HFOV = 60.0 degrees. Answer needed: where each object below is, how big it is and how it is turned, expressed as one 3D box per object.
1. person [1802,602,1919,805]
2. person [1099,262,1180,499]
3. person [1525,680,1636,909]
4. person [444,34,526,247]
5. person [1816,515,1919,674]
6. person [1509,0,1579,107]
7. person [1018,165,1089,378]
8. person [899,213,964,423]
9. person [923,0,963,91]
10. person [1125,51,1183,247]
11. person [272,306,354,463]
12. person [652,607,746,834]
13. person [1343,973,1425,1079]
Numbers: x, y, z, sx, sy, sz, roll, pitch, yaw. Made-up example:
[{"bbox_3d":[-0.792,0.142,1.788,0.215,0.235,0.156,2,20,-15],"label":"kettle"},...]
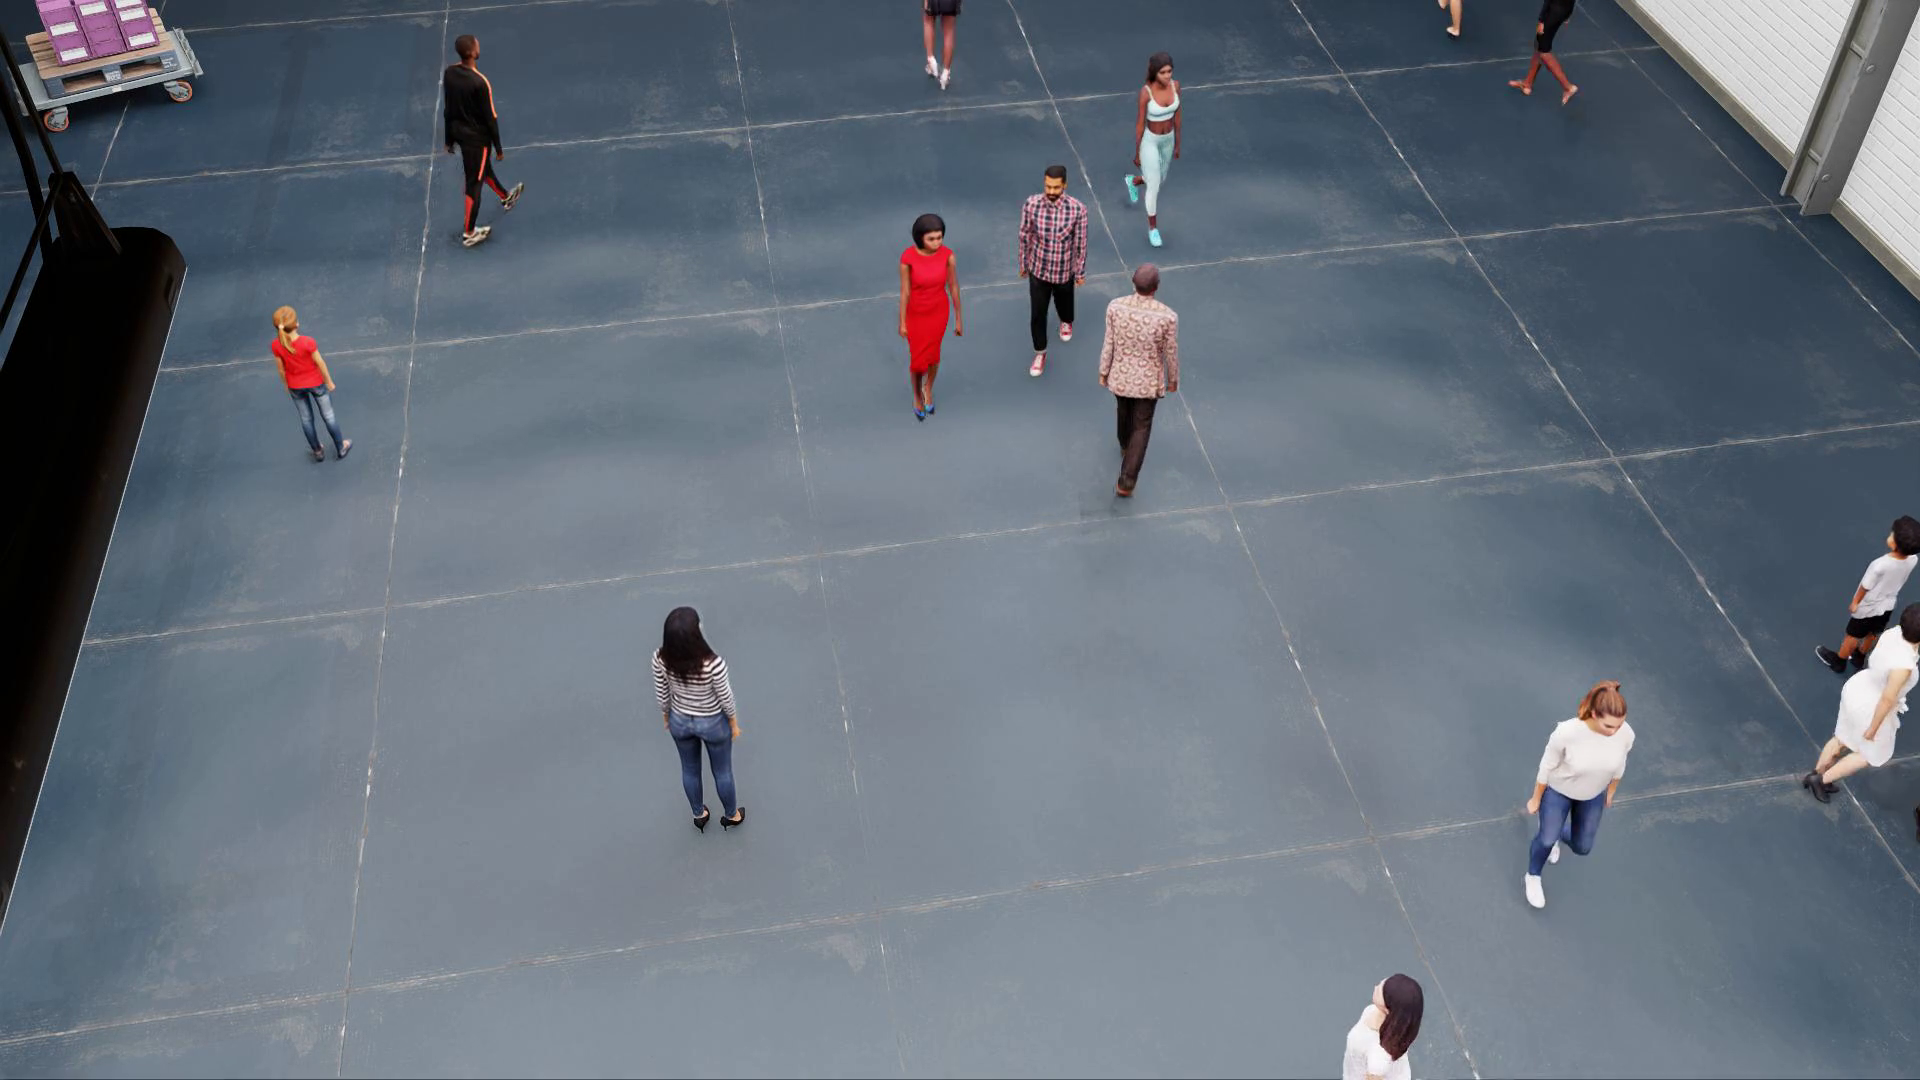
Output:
[{"bbox_3d":[5.225,0.953,9.708,0.725,1.527,0.649,9,44,10],"label":"person"},{"bbox_3d":[1.222,-1.098,11.665,1.091,1.798,1.273,16,46,16],"label":"person"},{"bbox_3d":[3.358,1.328,9.174,0.710,1.721,0.783,2,44,2],"label":"person"},{"bbox_3d":[-4.174,-3.343,14.053,1.107,1.753,1.180,24,49,23],"label":"person"},{"bbox_3d":[5.810,0.363,10.523,0.496,1.257,0.507,-10,45,-10],"label":"person"},{"bbox_3d":[5.693,-4.918,15.744,0.911,1.702,1.106,-28,50,-26],"label":"person"},{"bbox_3d":[0.723,-2.134,12.788,0.882,1.749,1.014,8,44,8],"label":"person"},{"bbox_3d":[-0.265,-1.692,12.334,0.642,1.734,0.620,-12,45,-12],"label":"person"},{"bbox_3d":[-0.159,-5.157,15.942,0.570,1.776,0.637,-5,44,-5],"label":"person"},{"bbox_3d":[1.639,-3.377,14.125,0.722,1.704,1.029,-16,46,-16],"label":"person"},{"bbox_3d":[-4.734,-1.128,12.051,0.489,1.309,0.473,-6,44,-6],"label":"person"},{"bbox_3d":[-1.475,1.049,9.412,0.646,1.796,0.613,7,44,7],"label":"person"},{"bbox_3d":[2.045,2.622,7.857,1.058,1.664,0.993,26,49,24],"label":"person"}]
